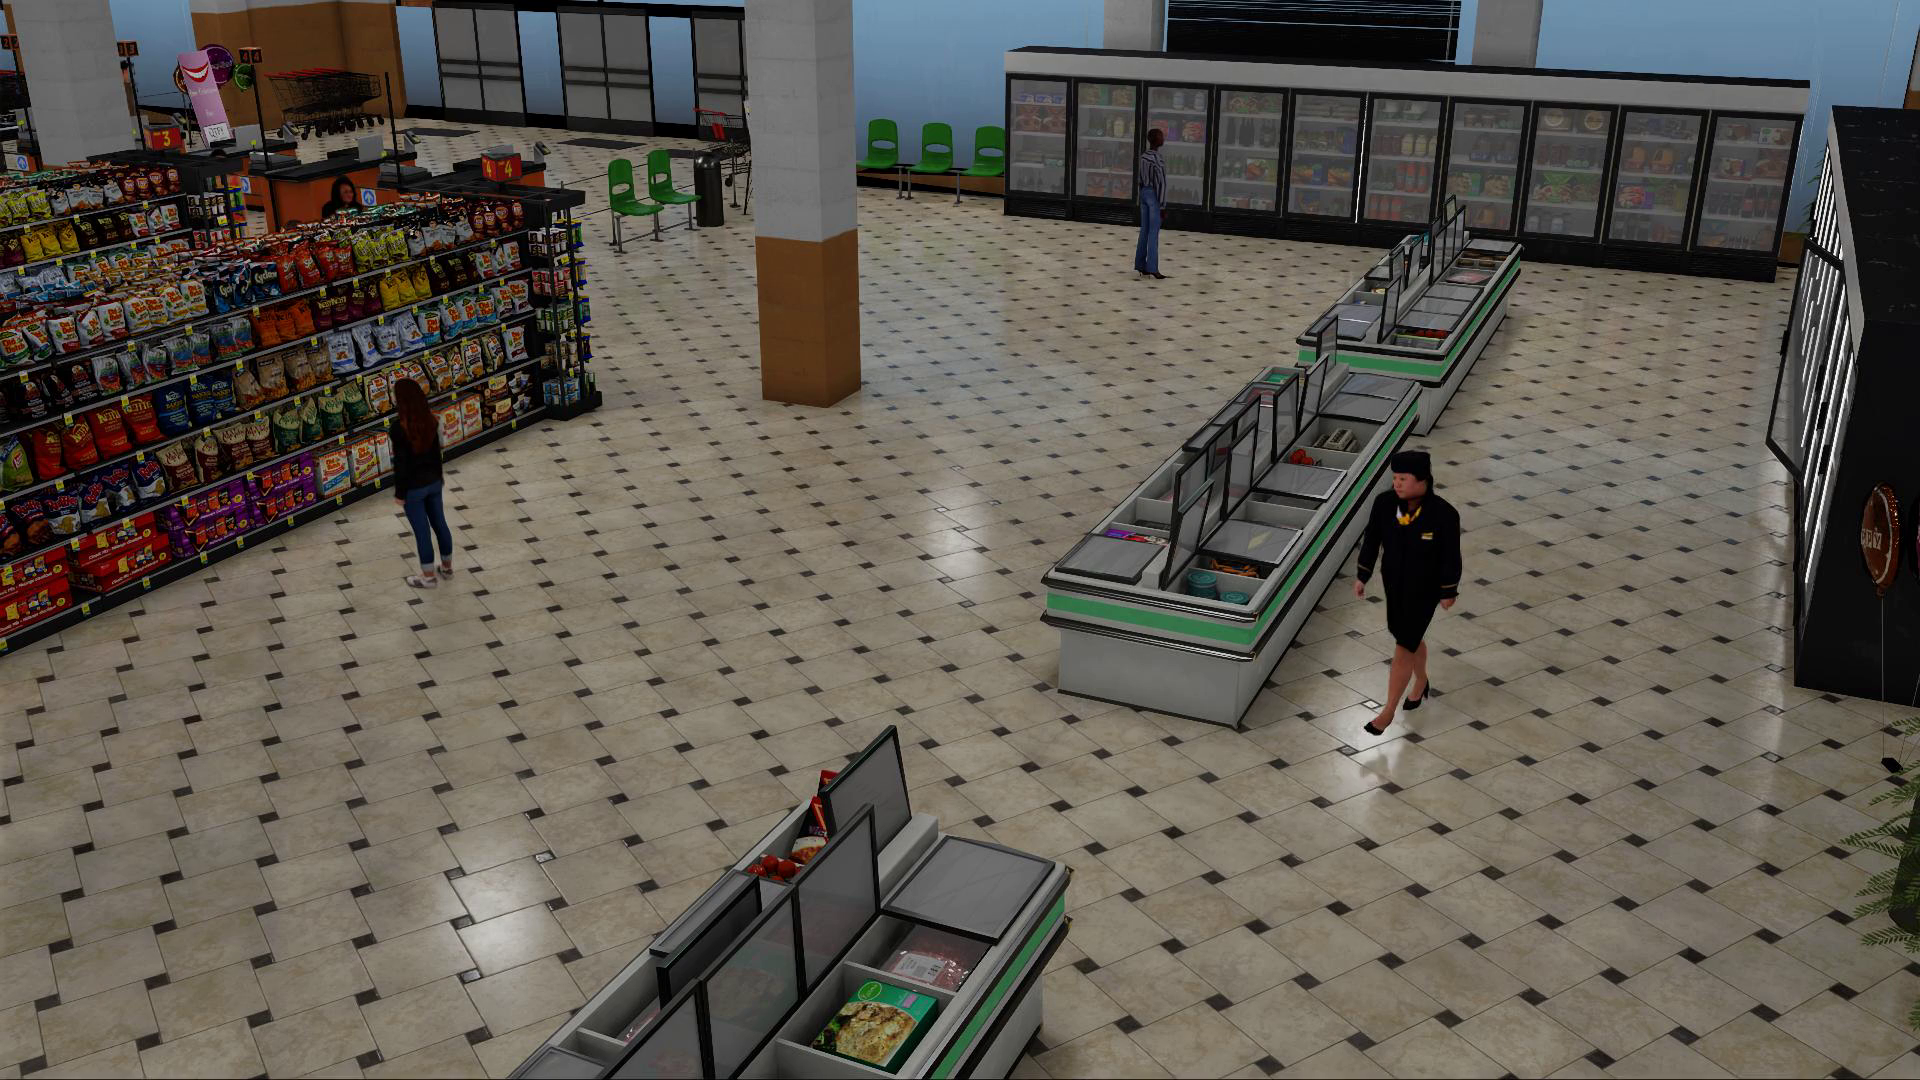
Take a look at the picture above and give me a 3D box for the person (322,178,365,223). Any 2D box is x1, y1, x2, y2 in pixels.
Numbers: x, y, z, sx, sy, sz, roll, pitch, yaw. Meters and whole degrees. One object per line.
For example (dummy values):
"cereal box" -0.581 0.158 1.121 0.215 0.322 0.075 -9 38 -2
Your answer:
"person" -6.719 -3.132 18.087 0.849 1.590 0.858 17 27 36

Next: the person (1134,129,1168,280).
"person" 2.325 -4.077 20.164 0.734 1.796 0.700 -10 24 -24

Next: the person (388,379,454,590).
"person" -3.700 -0.393 11.414 0.638 1.483 0.454 12 25 28

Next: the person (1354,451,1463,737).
"person" 2.629 0.276 9.559 0.922 1.624 1.130 20 29 40

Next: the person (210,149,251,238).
"person" -8.416 -3.628 19.149 0.649 1.718 0.728 -10 24 -24
